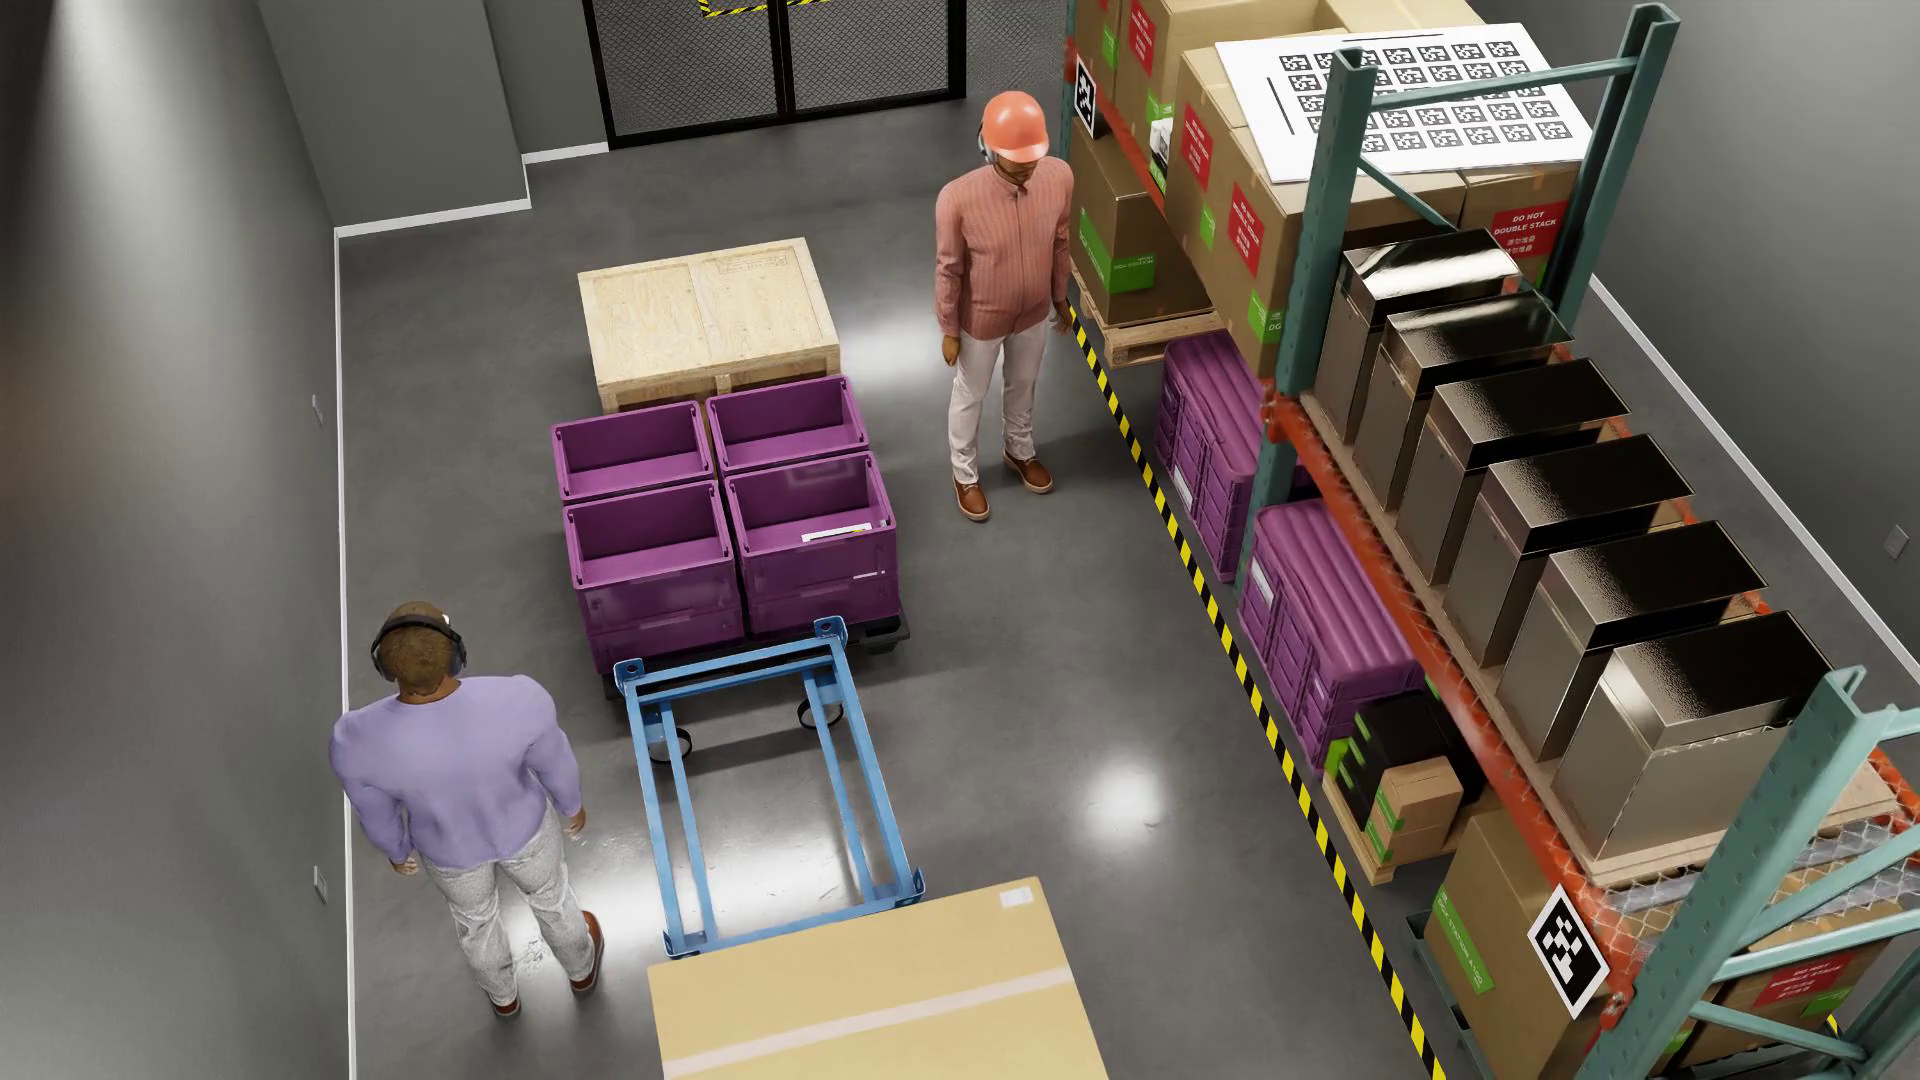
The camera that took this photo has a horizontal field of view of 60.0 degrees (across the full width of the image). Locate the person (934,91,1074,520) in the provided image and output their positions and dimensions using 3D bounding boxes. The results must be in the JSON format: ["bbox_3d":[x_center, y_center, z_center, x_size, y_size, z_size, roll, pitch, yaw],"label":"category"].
[{"bbox_3d":[0.186,-0.925,6.698,0.611,1.996,0.378,-22,51,-19],"label":"person"}]

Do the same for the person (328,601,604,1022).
[{"bbox_3d":[-1.458,0.867,5.089,0.635,1.938,0.359,-13,49,-12],"label":"person"}]
